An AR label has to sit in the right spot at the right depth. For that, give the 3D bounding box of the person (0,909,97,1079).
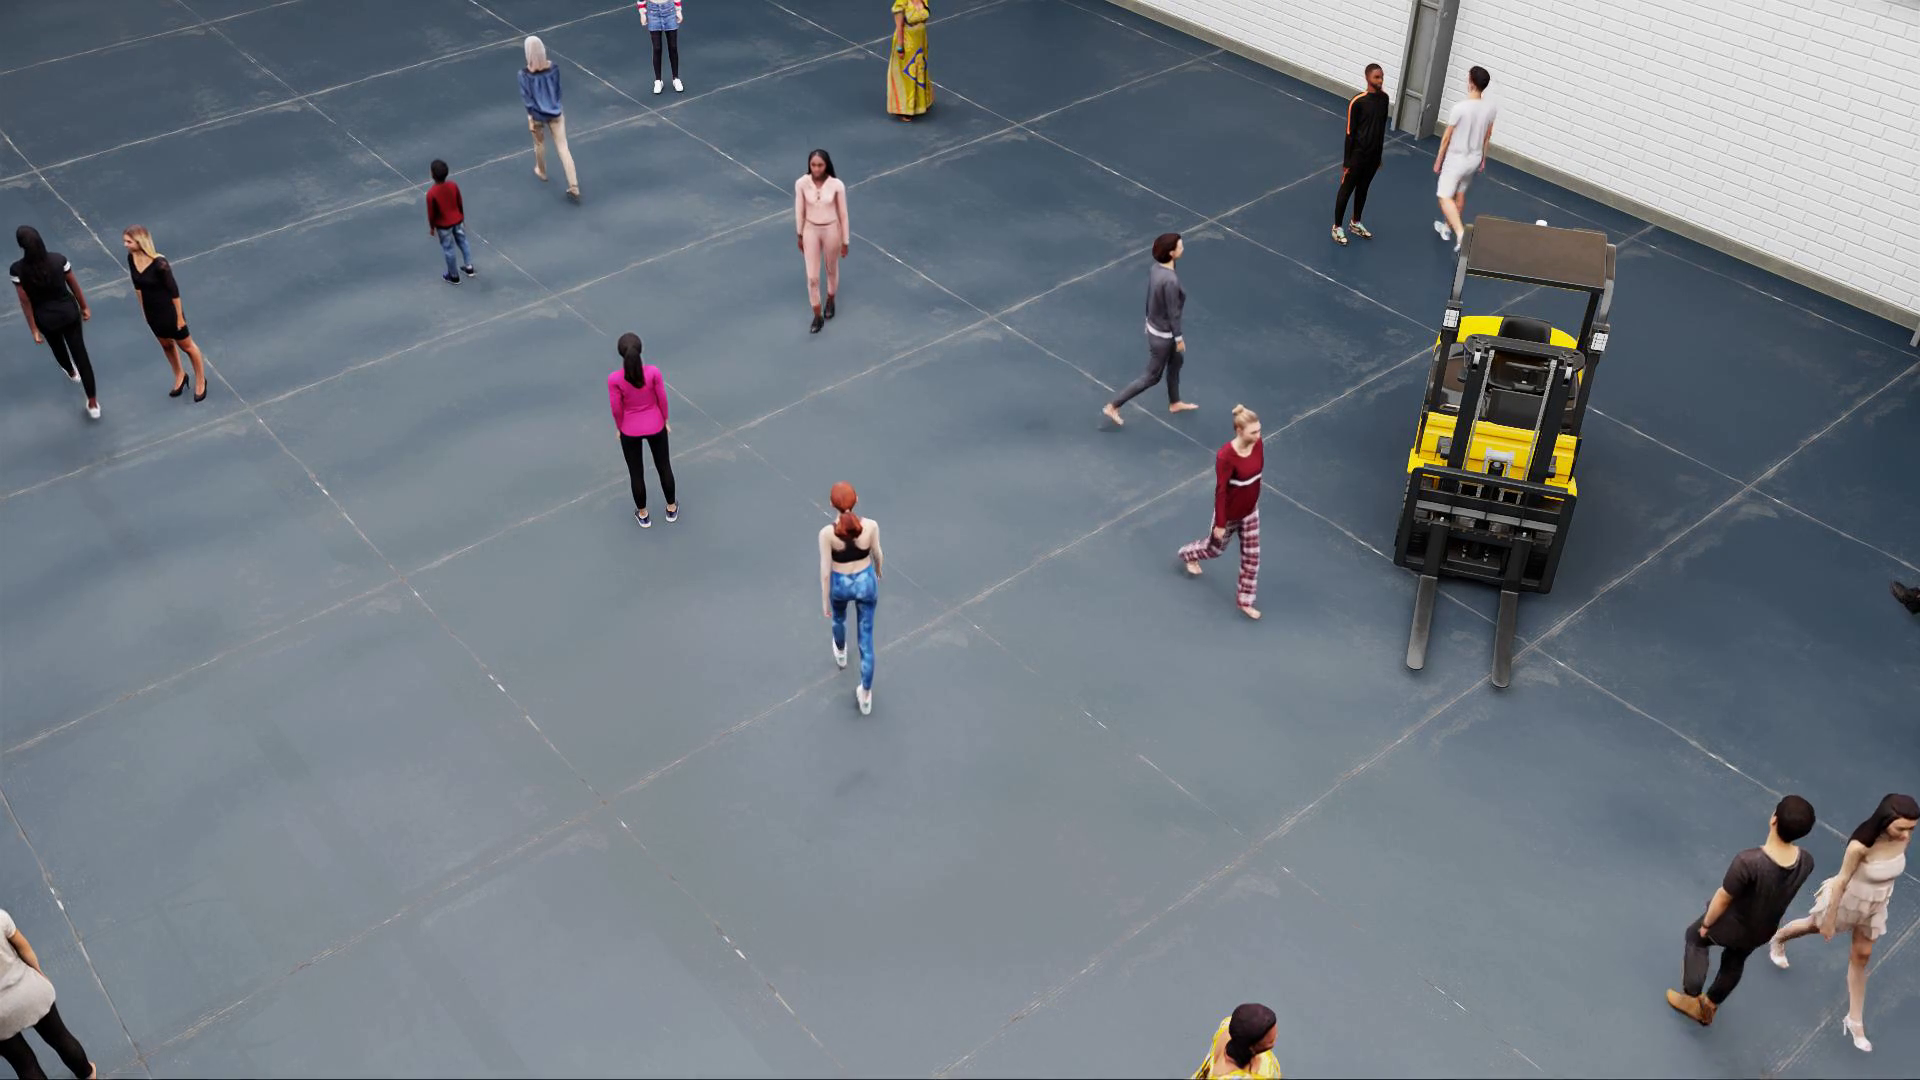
[{"bbox_3d":[-4.915,2.390,8.593,0.597,1.824,0.649,26,45,29],"label":"person"}]

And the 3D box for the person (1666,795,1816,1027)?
[{"bbox_3d":[4.300,2.105,9.053,0.722,1.695,0.764,-3,39,-4],"label":"person"}]

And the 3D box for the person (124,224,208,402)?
[{"bbox_3d":[-6.756,-1.936,14.129,0.558,1.675,0.674,13,40,16],"label":"person"}]

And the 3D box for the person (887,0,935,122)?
[{"bbox_3d":[-0.549,-5.579,18.712,0.824,1.660,0.895,29,47,31],"label":"person"}]

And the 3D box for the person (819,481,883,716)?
[{"bbox_3d":[-0.697,0.431,11.110,0.909,1.754,1.080,-4,39,-5],"label":"person"}]

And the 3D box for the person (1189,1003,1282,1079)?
[{"bbox_3d":[1.320,2.829,8.183,0.944,1.650,0.882,1,39,2],"label":"person"}]

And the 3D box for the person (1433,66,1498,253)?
[{"bbox_3d":[4.910,-3.657,16.151,0.946,1.842,1.146,-9,40,-11],"label":"person"}]

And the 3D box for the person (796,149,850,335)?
[{"bbox_3d":[-1.238,-2.804,15.191,0.911,1.706,0.978,2,39,2],"label":"person"}]

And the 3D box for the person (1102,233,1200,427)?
[{"bbox_3d":[1.602,-1.704,13.788,1.048,1.739,1.138,-6,39,-7],"label":"person"}]

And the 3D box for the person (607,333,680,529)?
[{"bbox_3d":[-2.430,-0.845,12.753,0.674,1.698,0.691,-10,40,-13],"label":"person"}]

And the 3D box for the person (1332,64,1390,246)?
[{"bbox_3d":[3.959,-3.814,16.374,0.665,1.808,0.607,-17,42,-20],"label":"person"}]

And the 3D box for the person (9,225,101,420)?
[{"bbox_3d":[-7.534,-1.802,13.950,0.736,1.689,1.167,-22,43,-25],"label":"person"}]

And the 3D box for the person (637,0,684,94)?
[{"bbox_3d":[-3.440,-6.071,19.200,0.718,1.808,0.685,-8,39,-9],"label":"person"}]

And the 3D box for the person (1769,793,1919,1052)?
[{"bbox_3d":[4.873,1.968,9.237,0.866,1.680,1.141,-11,40,-13],"label":"person"}]

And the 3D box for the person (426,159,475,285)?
[{"bbox_3d":[-4.867,-3.028,15.833,0.542,1.254,0.535,28,46,30],"label":"person"}]

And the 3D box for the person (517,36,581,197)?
[{"bbox_3d":[-4.215,-4.323,17.142,0.694,1.655,1.157,-23,44,-26],"label":"person"}]

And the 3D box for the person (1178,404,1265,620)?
[{"bbox_3d":[1.934,-0.245,12.020,0.674,1.665,1.050,-23,44,-26],"label":"person"}]
